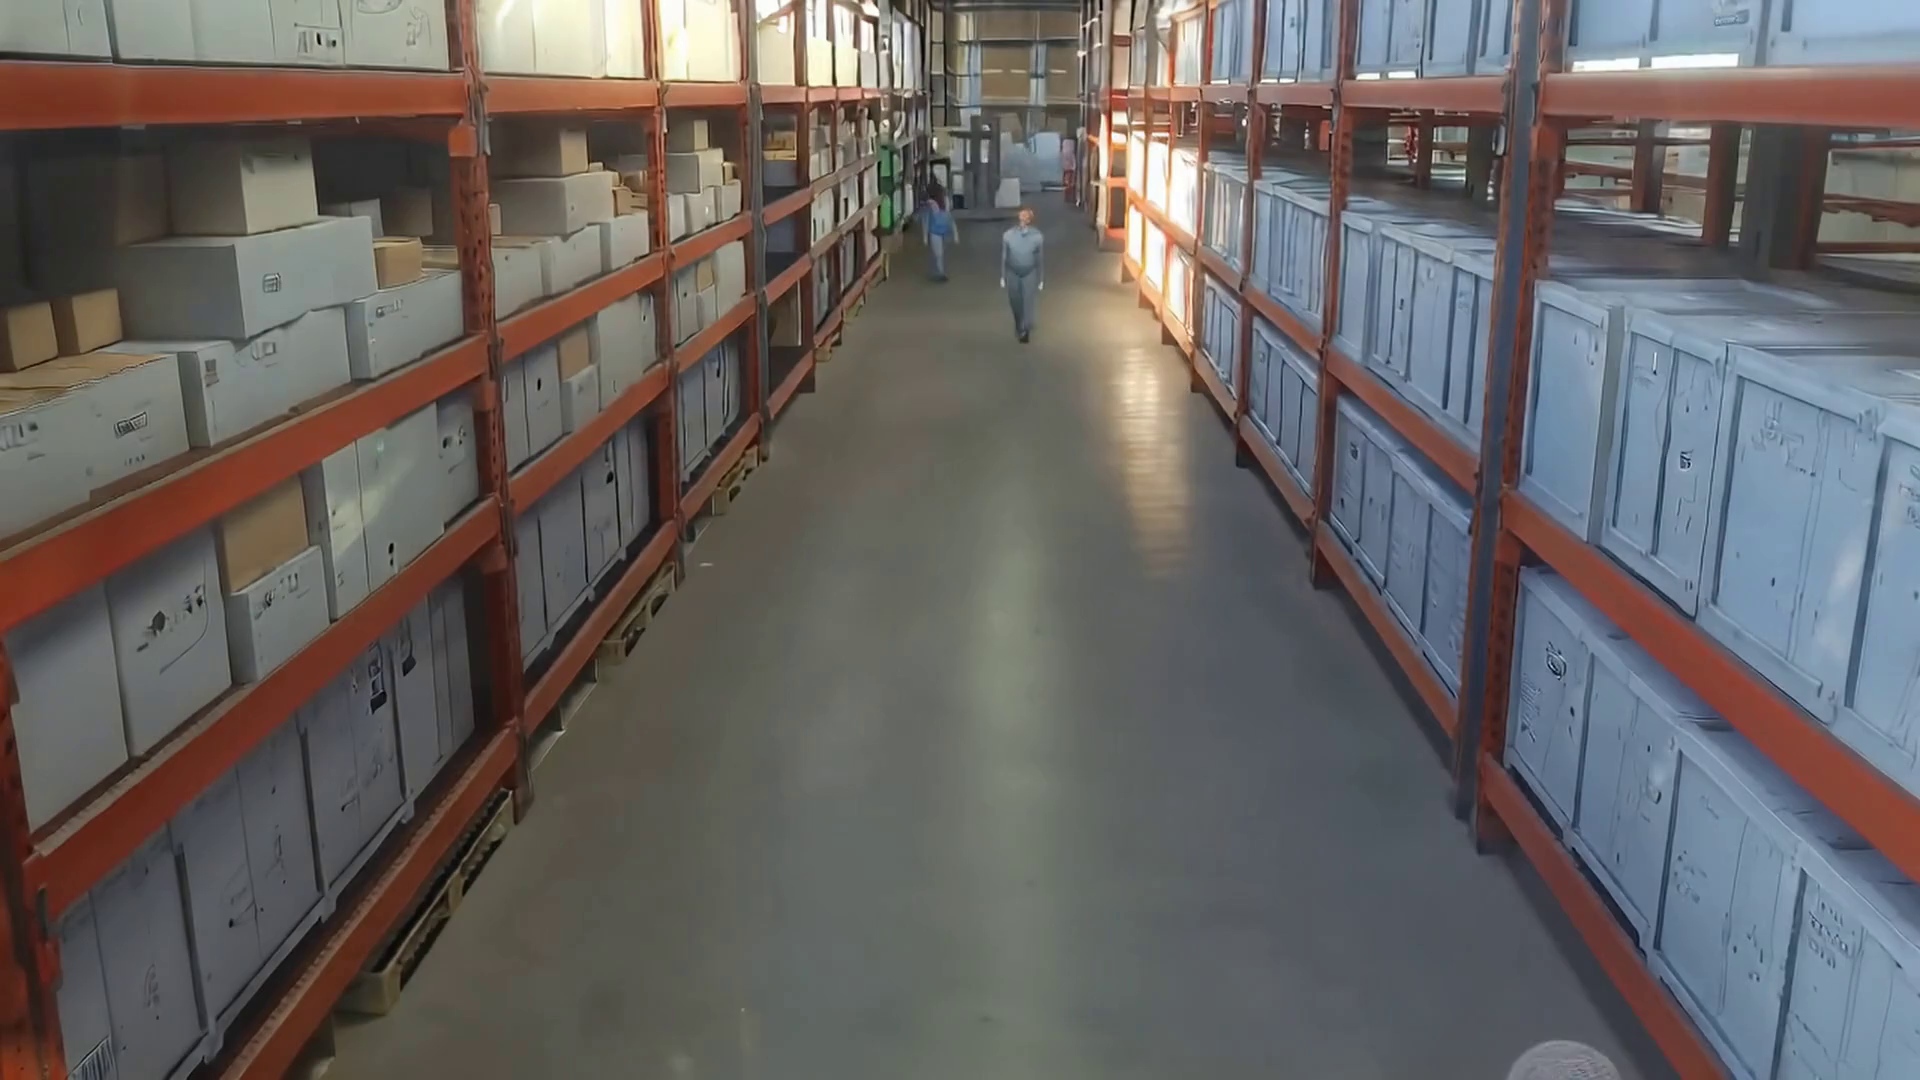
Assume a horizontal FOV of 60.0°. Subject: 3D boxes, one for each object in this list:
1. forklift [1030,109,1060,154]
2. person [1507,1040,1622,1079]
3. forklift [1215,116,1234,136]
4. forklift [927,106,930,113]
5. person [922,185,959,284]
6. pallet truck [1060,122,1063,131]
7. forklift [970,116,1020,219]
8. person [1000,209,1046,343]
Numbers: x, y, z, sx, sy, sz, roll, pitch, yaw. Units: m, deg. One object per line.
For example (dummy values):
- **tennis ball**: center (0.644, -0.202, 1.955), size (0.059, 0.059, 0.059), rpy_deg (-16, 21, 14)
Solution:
- **forklift**: center (3.819, -16.736, 70.062), size (1.873, 2.768, 1.129), rpy_deg (12, 19, 37)
- **person**: center (1.050, 1.786, 3.343), size (0.609, 1.729, 0.365), rpy_deg (-8, 17, -28)
- **forklift**: center (7.810, -11.176, 49.373), size (1.129, 2.768, 1.873), rpy_deg (0, 15, 1)
- **forklift**: center (-2.001, -20.667, 84.687), size (1.129, 2.768, 1.873), rpy_deg (0, 15, 2)
- **person**: center (-0.320, -5.668, 30.916), size (0.650, 1.796, 0.928), rpy_deg (-9, 17, -30)
- **pallet truck**: center (5.788, -21.111, 88.014), size (1.885, 1.965, 0.823), rpy_deg (5, 16, 18)
- **forklift**: center (0.730, -10.587, 47.183), size (1.873, 2.768, 1.129), rpy_deg (-14, 20, -42)
- **person**: center (0.907, -3.802, 23.833), size (0.643, 1.884, 0.808), rpy_deg (3, 15, 11)
